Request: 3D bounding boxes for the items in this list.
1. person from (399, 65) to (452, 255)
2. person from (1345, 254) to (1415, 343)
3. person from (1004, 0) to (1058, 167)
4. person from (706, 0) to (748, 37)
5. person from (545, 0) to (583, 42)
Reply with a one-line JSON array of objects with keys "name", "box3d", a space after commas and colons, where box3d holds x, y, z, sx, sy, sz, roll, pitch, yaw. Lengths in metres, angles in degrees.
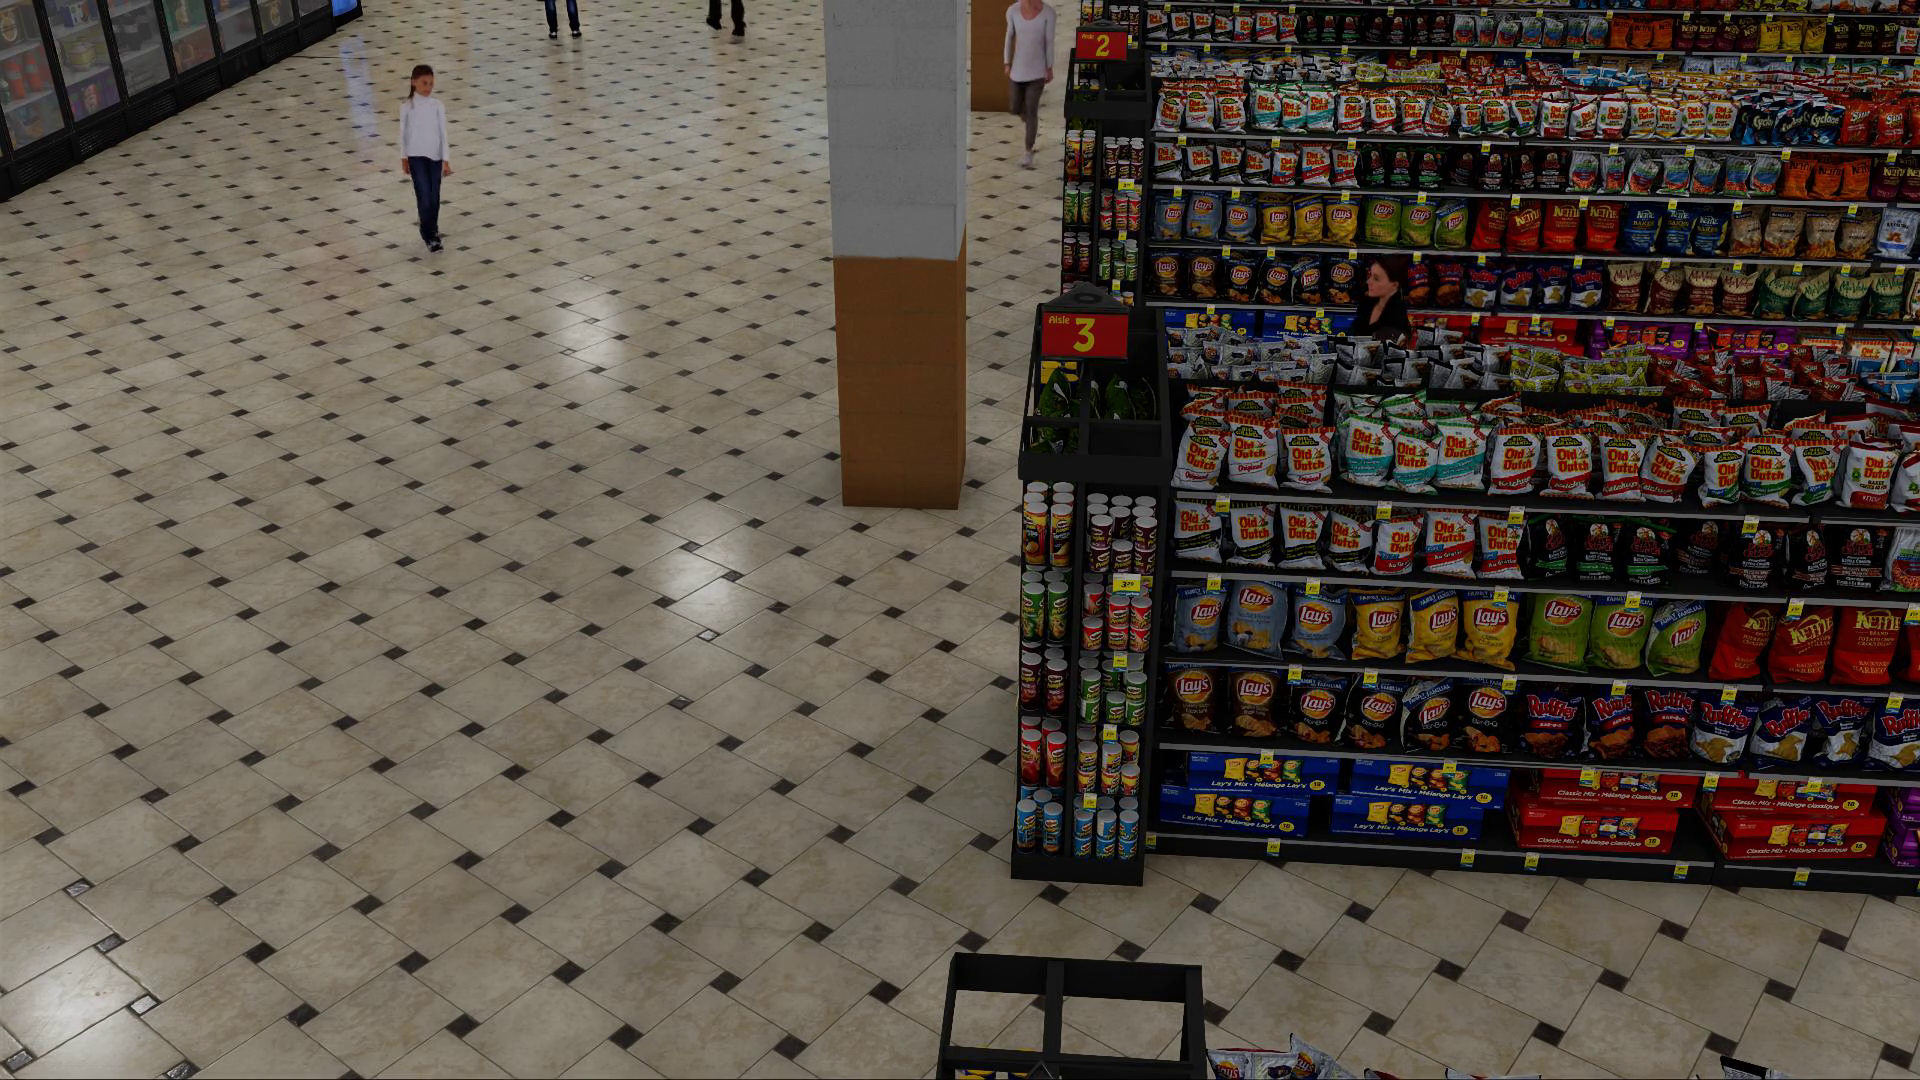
[{"name": "person", "box3d": [-4.469, -3.175, 13.832, 0.863, 1.522, 0.860, -9, 30, -16]}, {"name": "person", "box3d": [2.413, -0.769, 9.279, 1.181, 1.662, 0.830, -4, 29, -8]}, {"name": "person", "box3d": [0.693, -4.579, 16.089, 1.006, 1.823, 0.923, 11, 30, 19]}, {"name": "person", "box3d": [-2.939, -7.254, 21.035, 1.291, 1.778, 1.192, -13, 31, -23]}, {"name": "person", "box3d": [-5.112, -7.278, 21.029, 0.642, 1.826, 0.839, -6, 29, -11]}]
